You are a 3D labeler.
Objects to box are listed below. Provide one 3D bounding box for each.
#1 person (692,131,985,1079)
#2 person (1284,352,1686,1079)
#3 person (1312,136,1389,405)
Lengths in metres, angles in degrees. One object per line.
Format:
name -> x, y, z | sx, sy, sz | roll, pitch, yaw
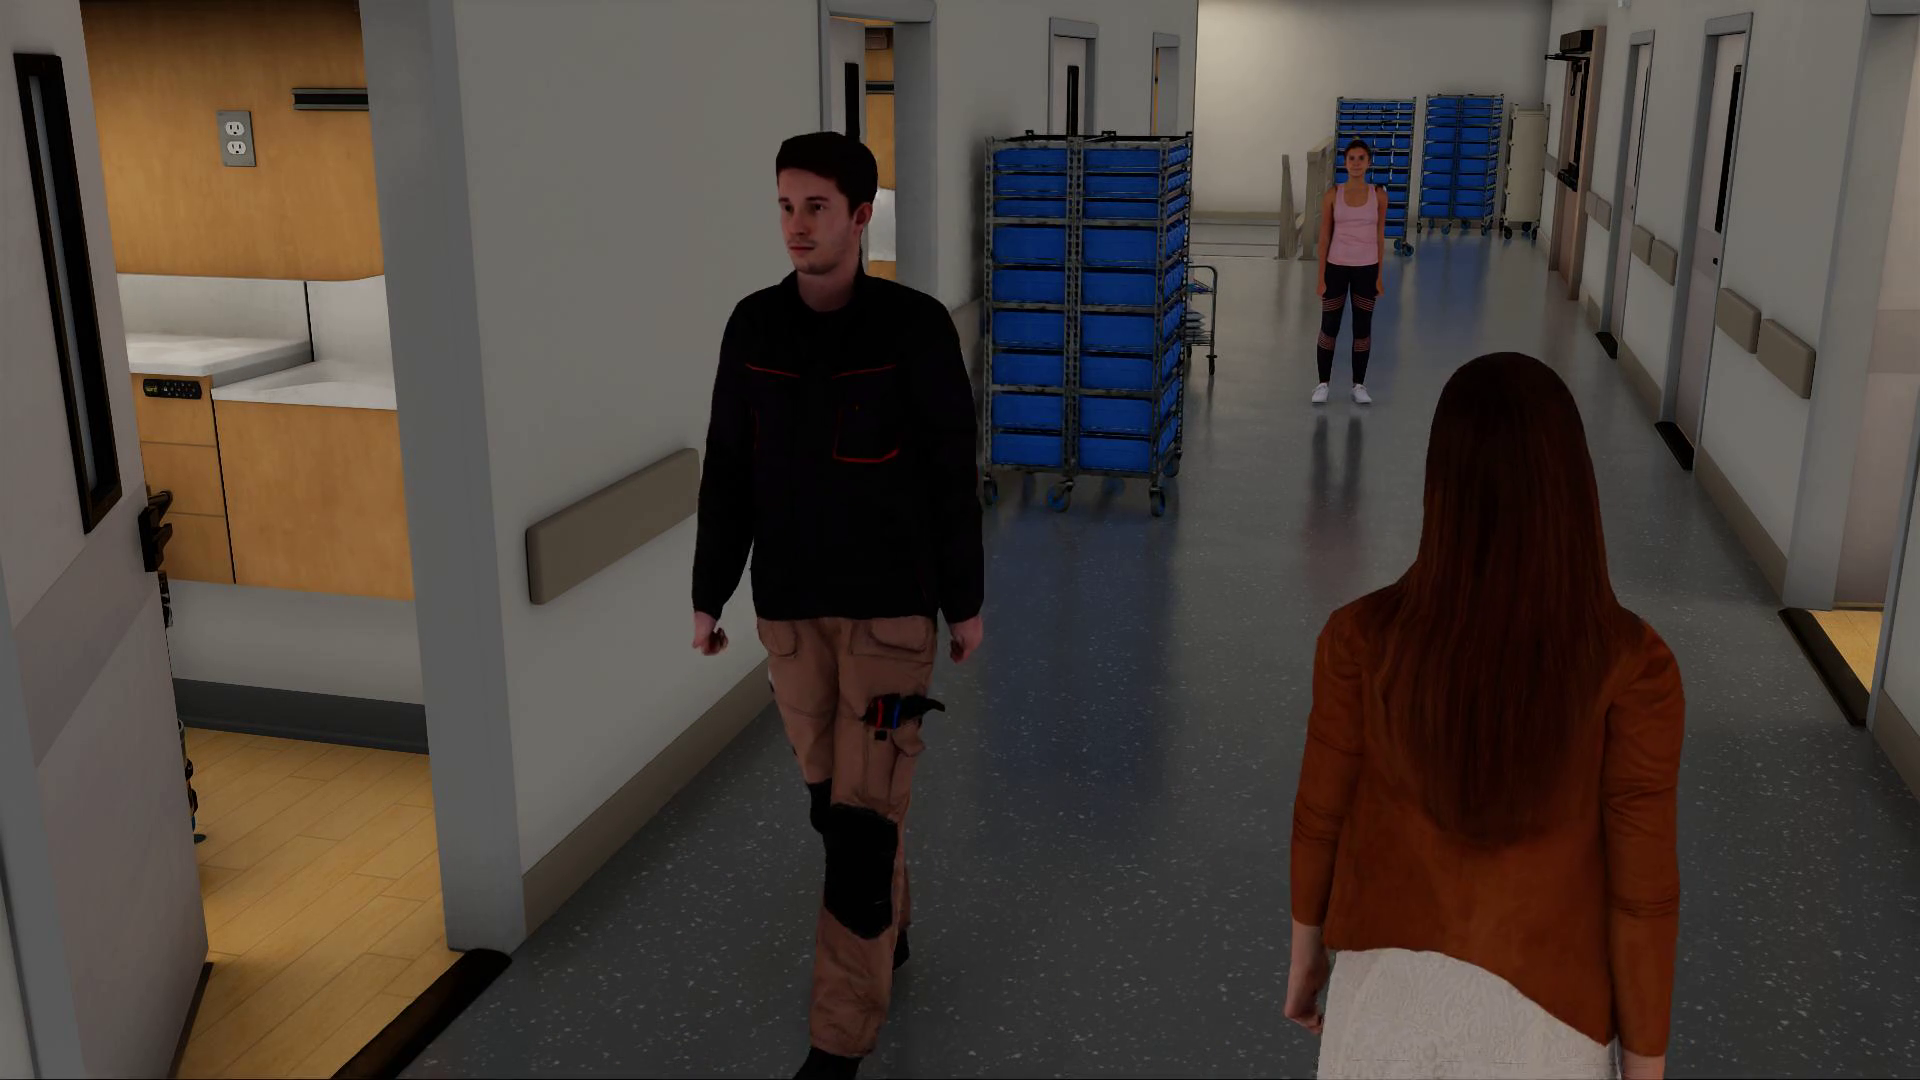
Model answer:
person -> -0.195, 0.143, 3.475 | 0.789, 1.891, 1.096 | 6, 17, 20
person -> 0.598, 0.653, 2.017 | 0.720, 1.700, 0.737 | 8, 17, 25
person -> 2.438, -1.675, 10.378 | 0.599, 1.642, 0.561 | 2, 16, 6
